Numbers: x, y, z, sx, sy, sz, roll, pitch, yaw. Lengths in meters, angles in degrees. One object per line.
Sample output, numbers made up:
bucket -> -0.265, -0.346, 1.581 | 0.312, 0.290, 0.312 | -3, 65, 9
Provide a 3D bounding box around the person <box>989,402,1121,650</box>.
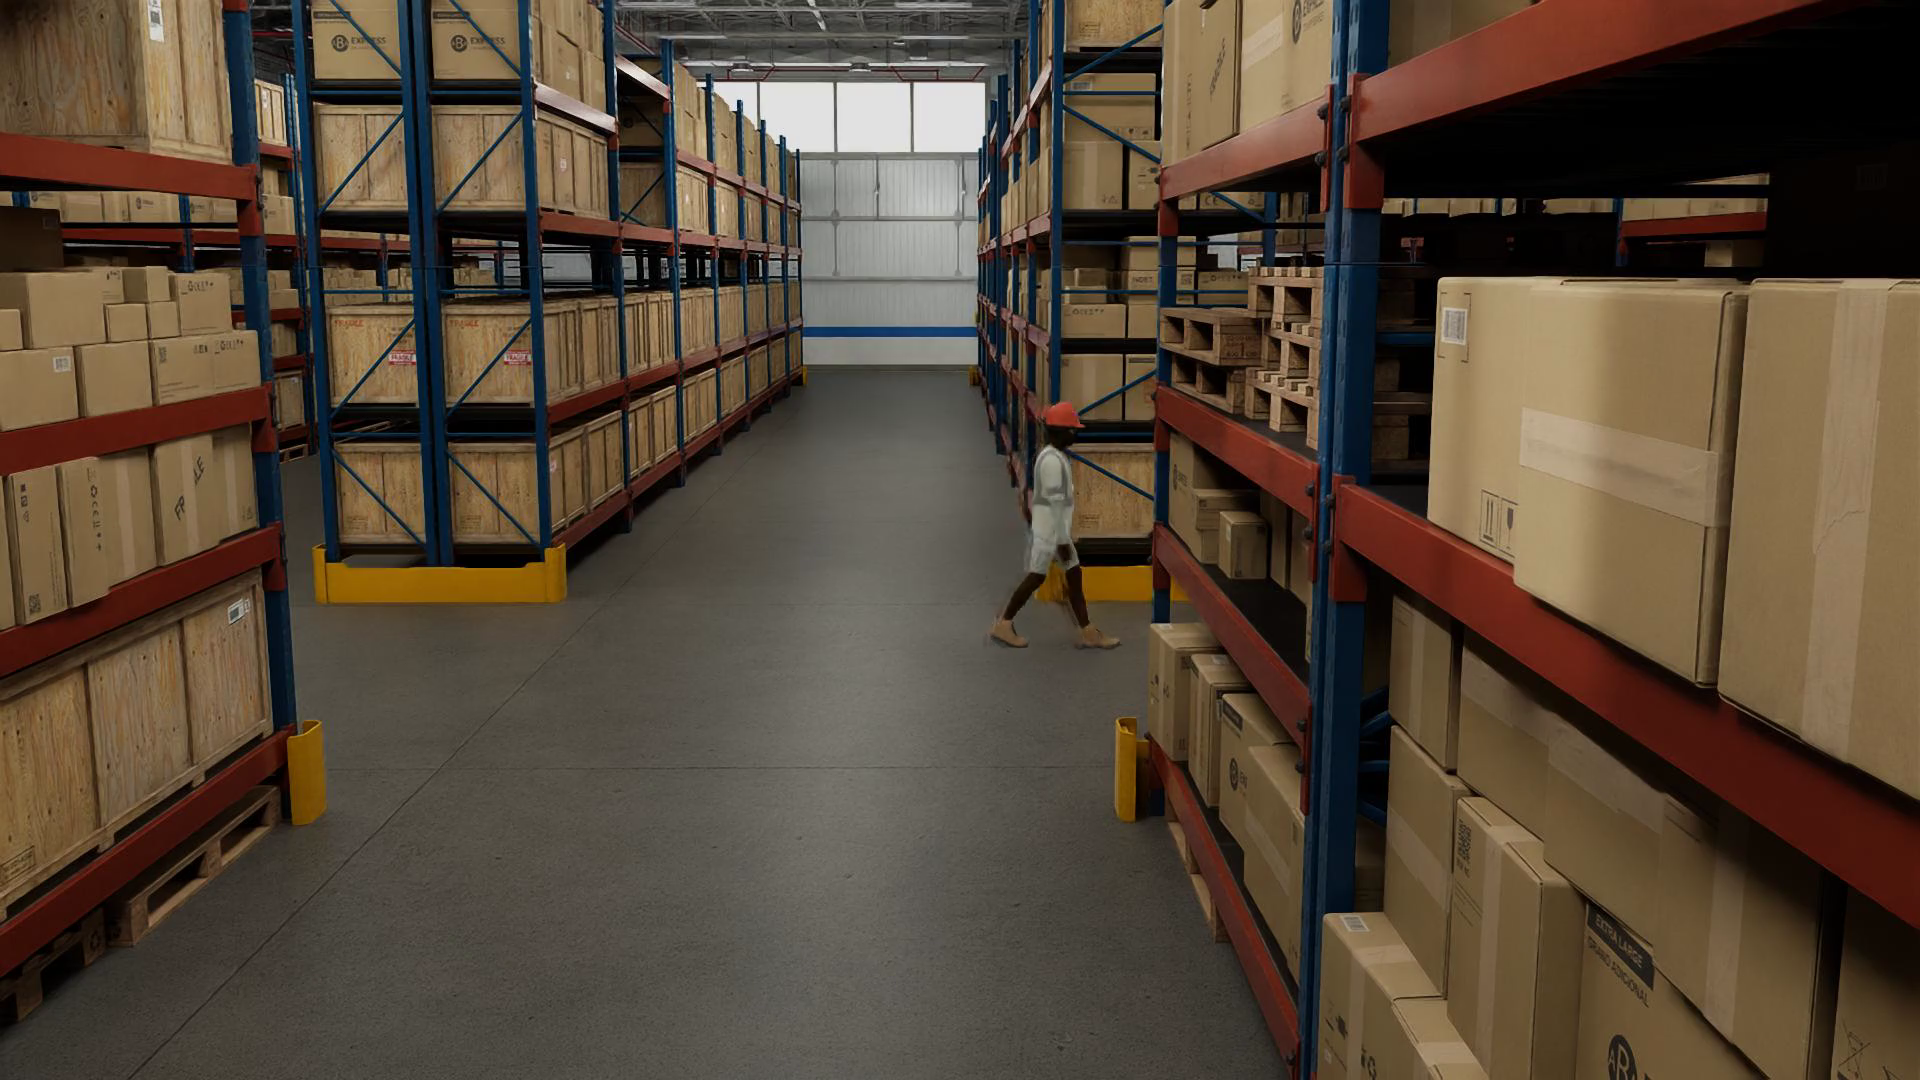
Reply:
person -> 0.720, -0.097, 13.183 | 1.043, 1.996, 0.628 | 2, 9, 11
